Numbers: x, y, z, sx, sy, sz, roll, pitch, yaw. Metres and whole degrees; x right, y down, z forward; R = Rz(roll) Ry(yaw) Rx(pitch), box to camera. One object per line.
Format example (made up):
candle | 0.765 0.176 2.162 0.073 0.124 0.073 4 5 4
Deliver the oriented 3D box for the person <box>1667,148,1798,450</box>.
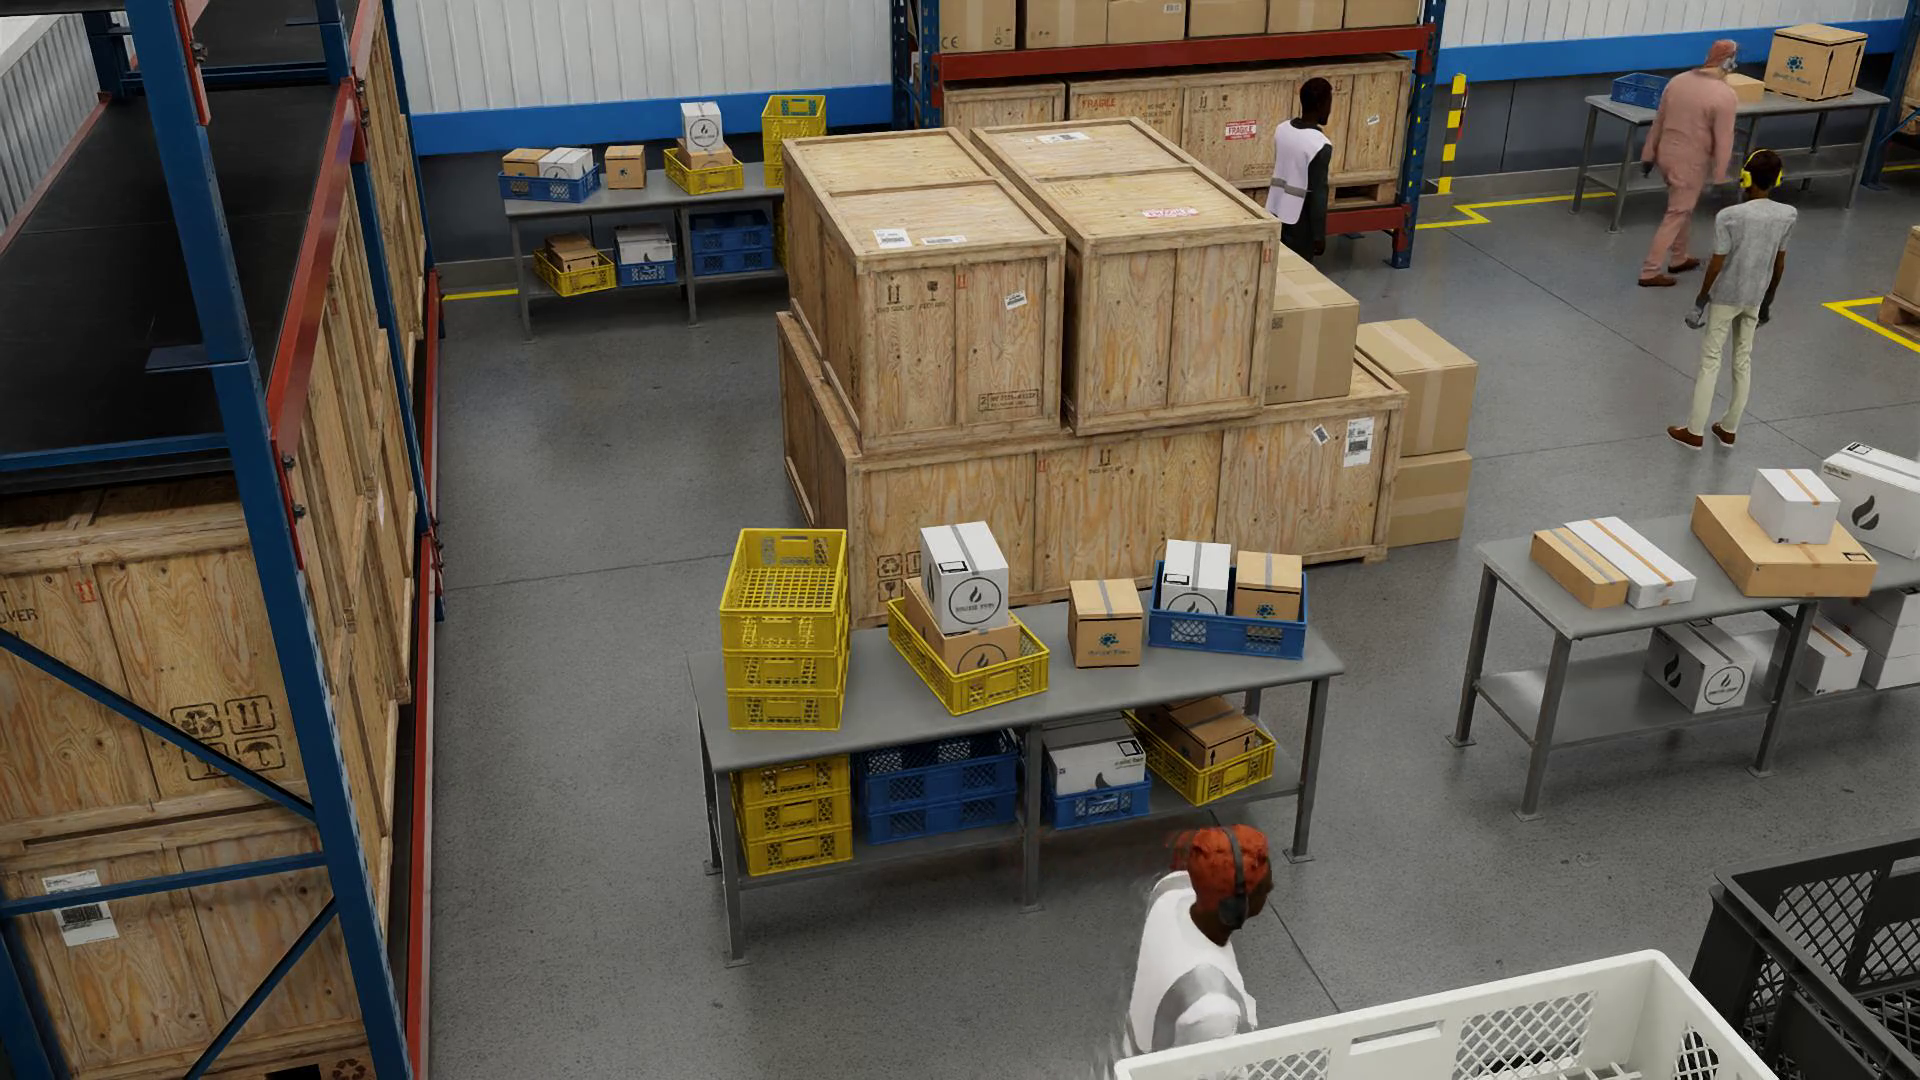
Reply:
person | 4.674 -1.439 10.061 0.516 1.865 0.329 -3 29 -5

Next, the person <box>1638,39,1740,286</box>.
person | 5.599 -2.854 12.648 0.703 1.862 0.677 -9 30 -17

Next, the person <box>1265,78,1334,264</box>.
person | 2.297 -2.191 11.379 0.383 1.912 0.586 -11 31 -19

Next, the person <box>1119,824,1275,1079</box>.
person | 0.528 1.552 4.634 0.713 1.862 0.589 -2 29 -4
